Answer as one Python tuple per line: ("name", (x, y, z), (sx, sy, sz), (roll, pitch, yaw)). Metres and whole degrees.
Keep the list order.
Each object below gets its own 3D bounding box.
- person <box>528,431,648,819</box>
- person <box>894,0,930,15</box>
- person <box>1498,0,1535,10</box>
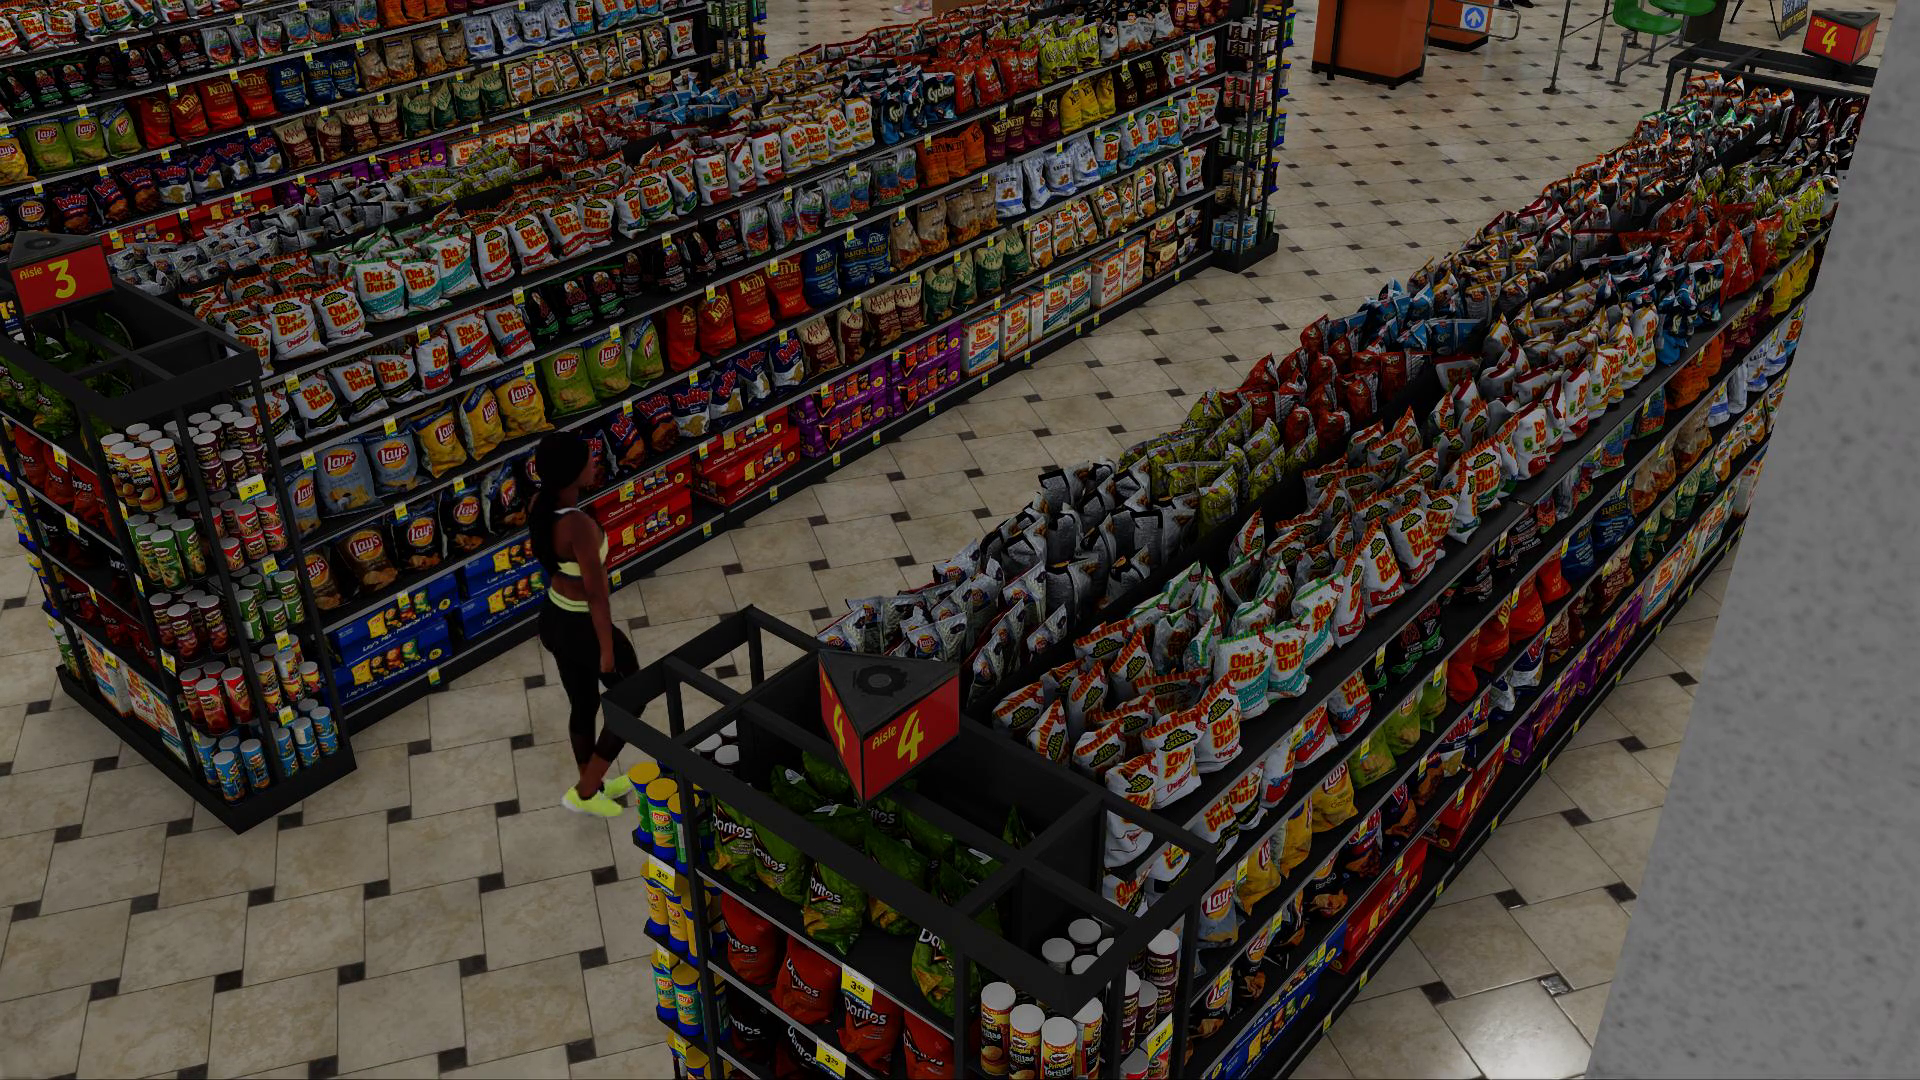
("person", (-1.543, 0.403, 6.444), (0.552, 1.744, 0.641), (26, 40, 35))
("person", (-0.511, -6.447, 17.447), (0.550, 1.749, 0.673), (-21, 38, -30))
("person", (6.036, -6.580, 17.595), (0.670, 1.819, 0.802), (-11, 34, -17))
